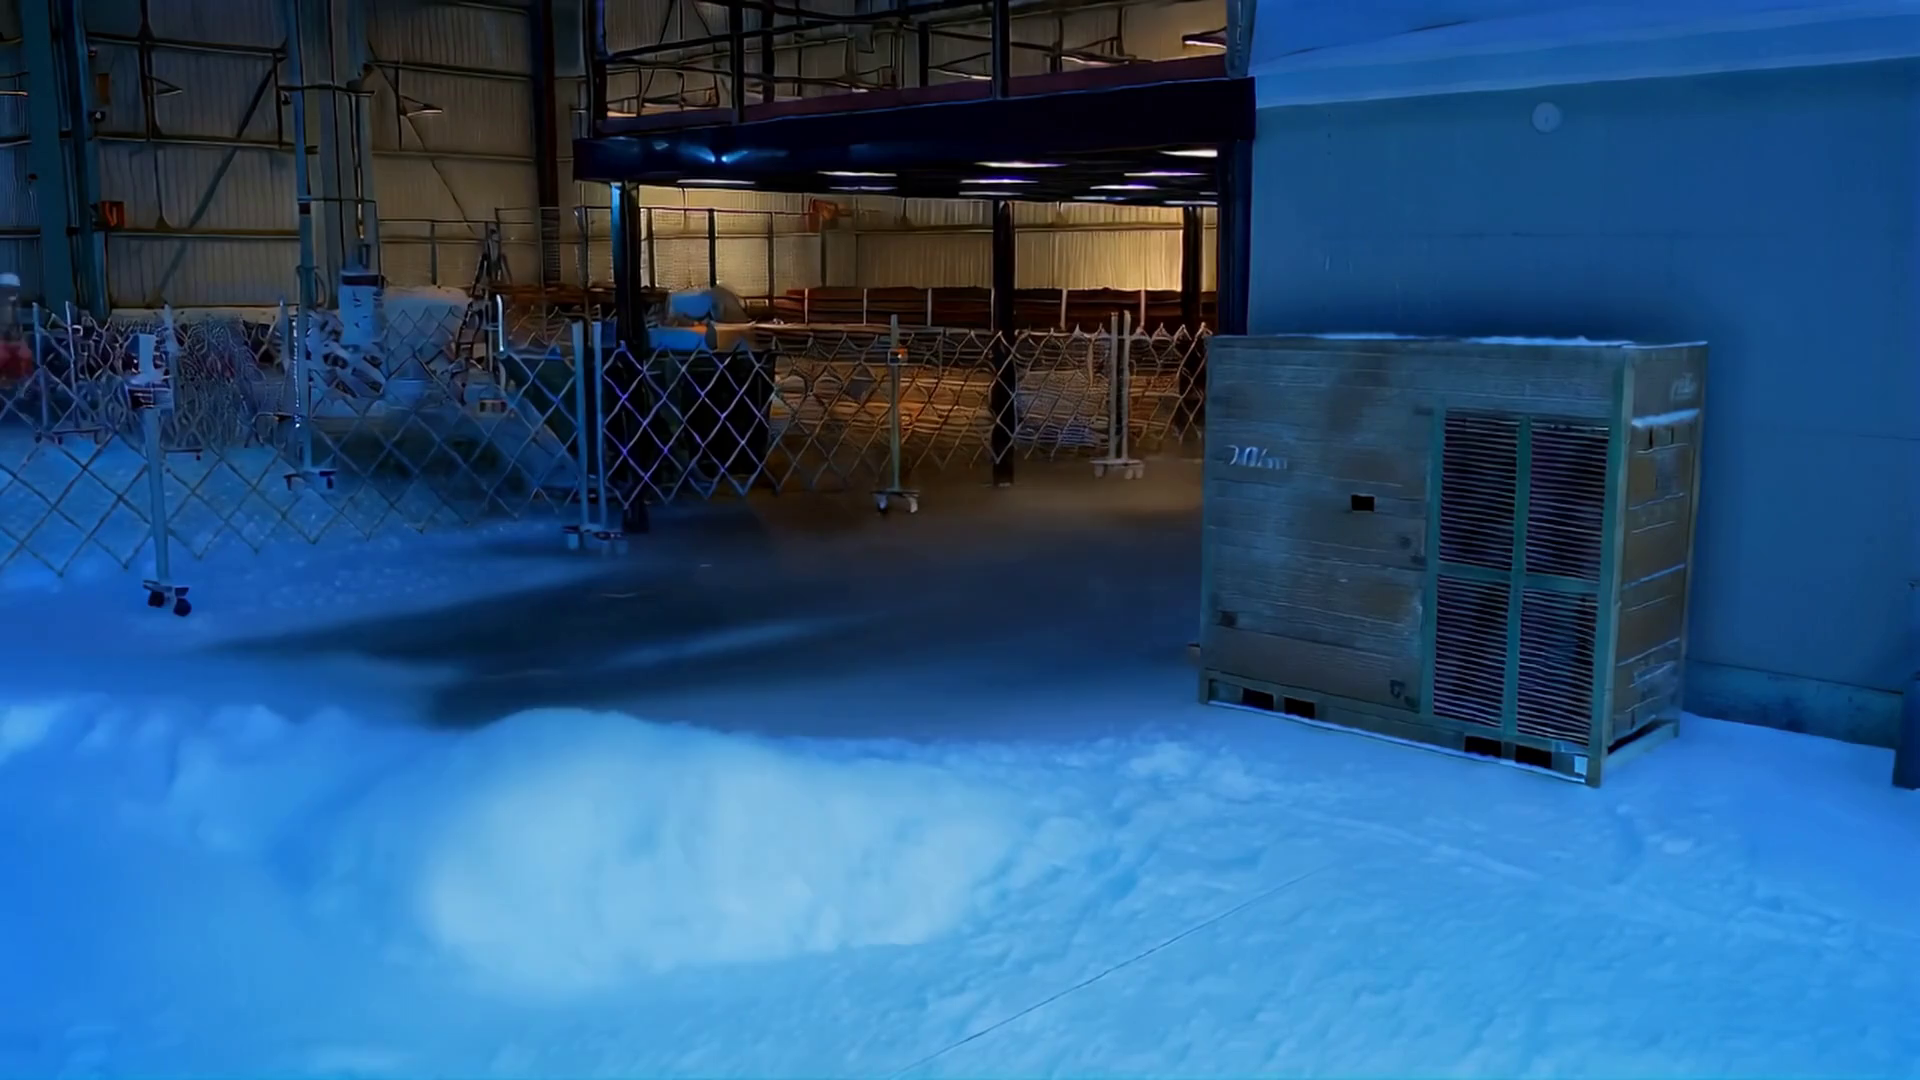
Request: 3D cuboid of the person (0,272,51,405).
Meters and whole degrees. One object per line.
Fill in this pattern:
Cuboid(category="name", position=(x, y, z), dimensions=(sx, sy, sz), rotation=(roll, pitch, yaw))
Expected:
Cuboid(category="person", position=(-14.424, -3.077, 25.471), dimensions=(0.615, 2.011, 0.862), rotation=(4, 10, 24))
